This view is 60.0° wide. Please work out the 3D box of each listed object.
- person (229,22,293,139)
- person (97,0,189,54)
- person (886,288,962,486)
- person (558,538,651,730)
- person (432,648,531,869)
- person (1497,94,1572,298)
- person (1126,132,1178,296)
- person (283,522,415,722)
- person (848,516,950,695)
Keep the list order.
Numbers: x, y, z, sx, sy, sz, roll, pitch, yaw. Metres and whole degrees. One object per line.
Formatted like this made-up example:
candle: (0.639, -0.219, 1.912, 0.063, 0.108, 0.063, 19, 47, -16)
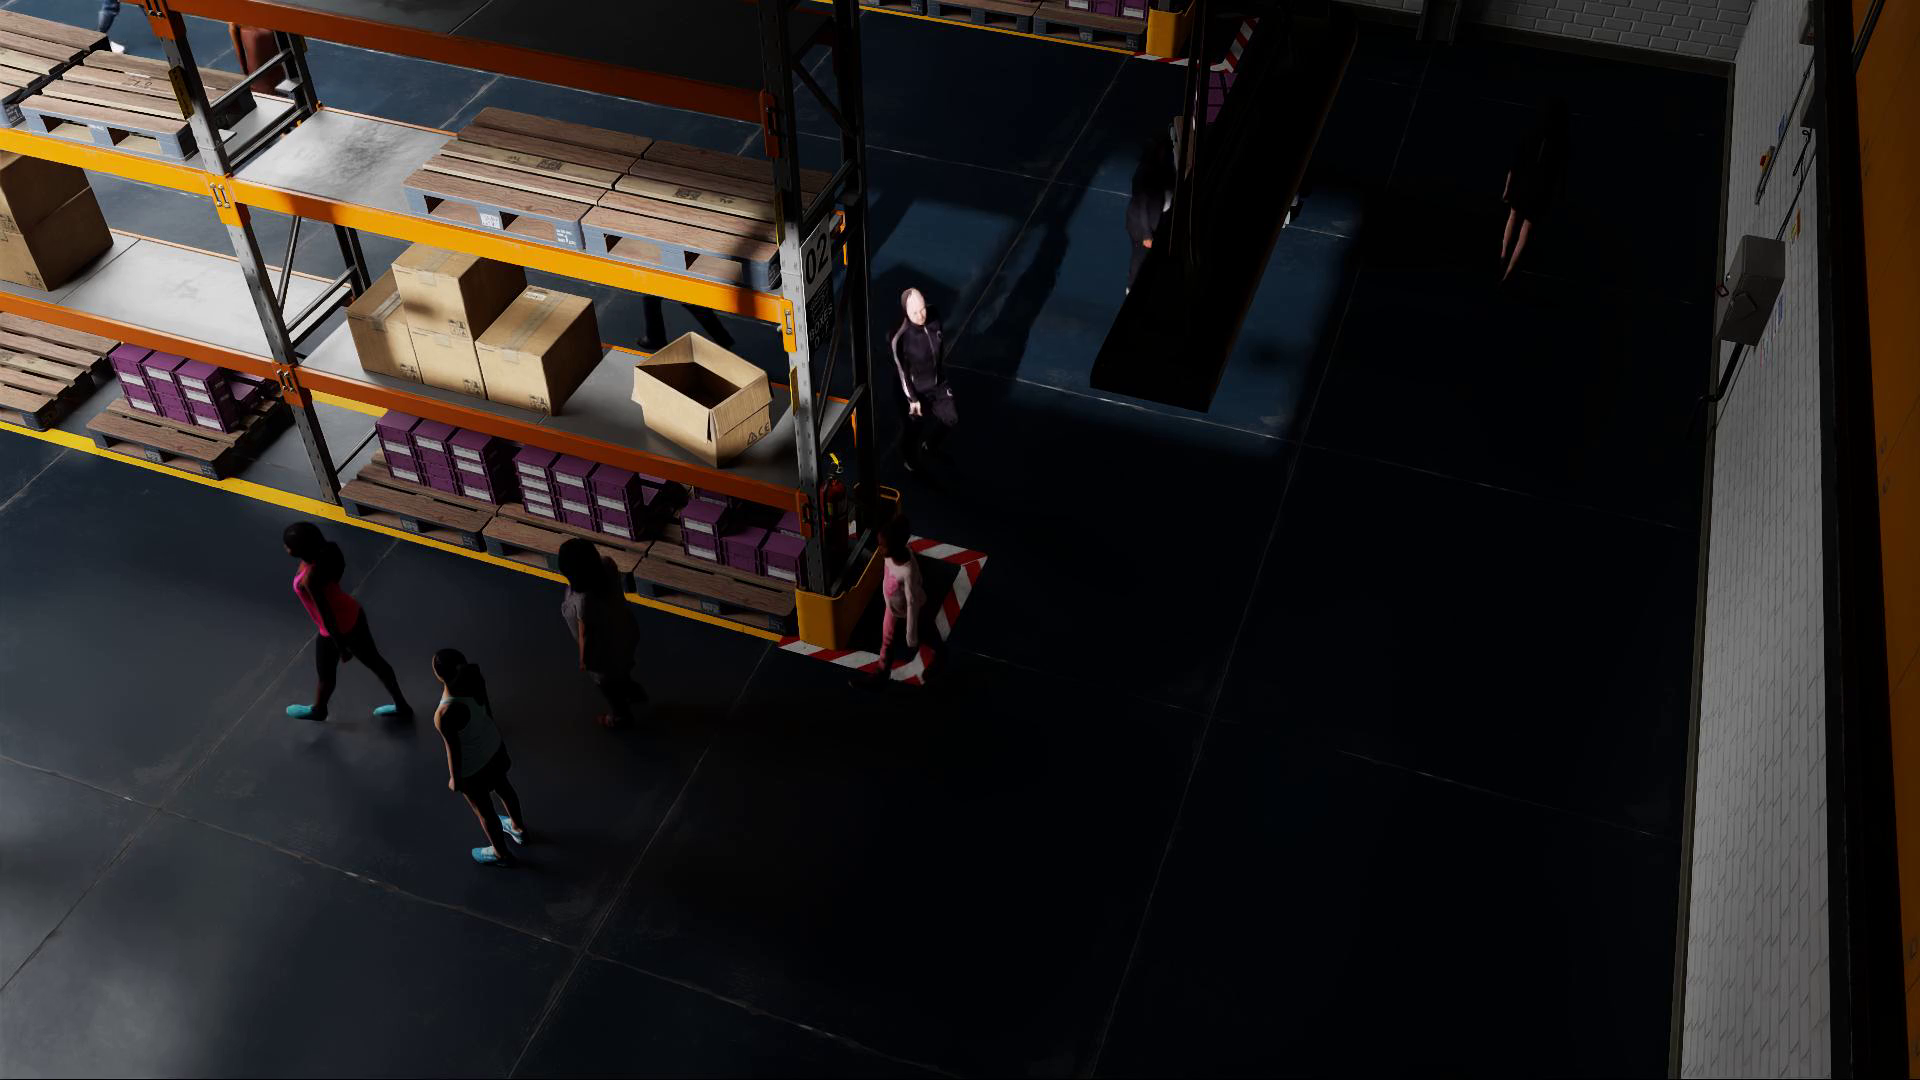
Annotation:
person: (-6.481, -4.328, 15.419, 1.121, 1.807, 0.804, 29, 51, 27)
person: (-8.775, -5.841, 17.031, 1.271, 1.773, 1.064, -7, 44, -7)
person: (-0.387, -1.121, 12.050, 0.755, 1.810, 0.788, 26, 49, 25)
person: (-2.145, 0.602, 10.397, 0.685, 1.595, 0.683, 8, 44, 9)
person: (-2.792, 1.247, 9.596, 0.570, 1.765, 0.592, 16, 46, 16)
person: (4.716, -2.801, 13.833, 0.787, 1.782, 0.780, 27, 50, 25)
person: (1.501, -2.679, 13.835, 0.698, 1.603, 0.706, 24, 48, 23)
person: (-3.775, 0.550, 10.382, 1.069, 1.691, 0.763, 2, 44, 2)
person: (-0.285, 0.391, 10.751, 1.055, 1.412, 1.031, -26, 49, -24)
